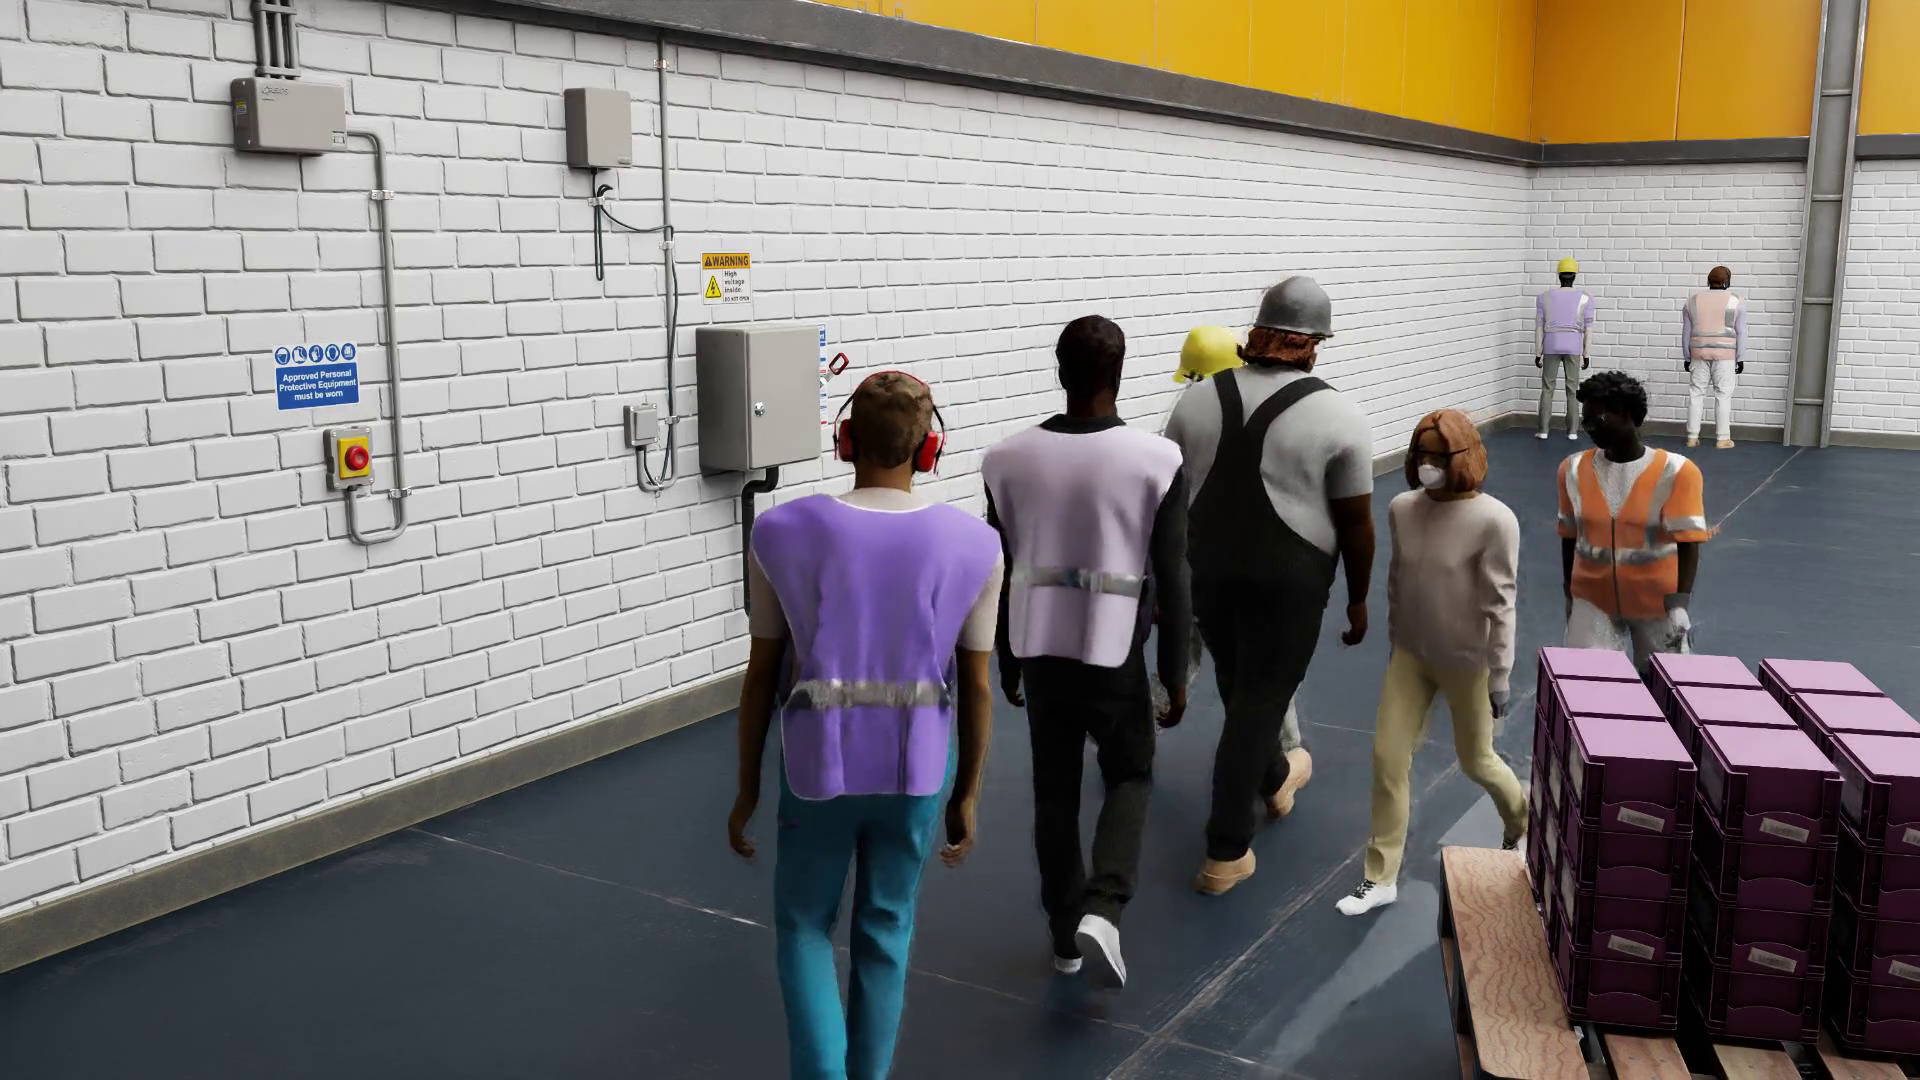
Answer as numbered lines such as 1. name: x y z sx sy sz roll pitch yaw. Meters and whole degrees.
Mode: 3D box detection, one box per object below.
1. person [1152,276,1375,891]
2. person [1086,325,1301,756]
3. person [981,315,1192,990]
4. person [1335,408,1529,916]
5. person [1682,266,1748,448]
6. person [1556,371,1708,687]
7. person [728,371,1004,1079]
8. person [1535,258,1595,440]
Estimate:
1. person: 1.071 0.084 5.603 0.702 2.000 1.036 8 13 37
2. person: 0.935 0.071 6.398 0.891 1.772 0.588 -1 10 -3
3. person: 0.335 0.334 4.621 0.600 1.901 0.548 3 11 17
4. person: 1.573 0.367 5.266 0.800 1.595 0.502 -8 13 -36
5. person: 7.642 -1.848 16.862 0.627 1.844 0.429 8 13 38
6. person: 2.340 0.229 5.873 0.543 1.636 0.843 8 13 36
7. person: -0.200 0.547 3.640 0.609 1.819 0.489 -2 10 -10
8. person: 6.360 -2.008 17.555 0.580 1.918 0.405 3 11 17
